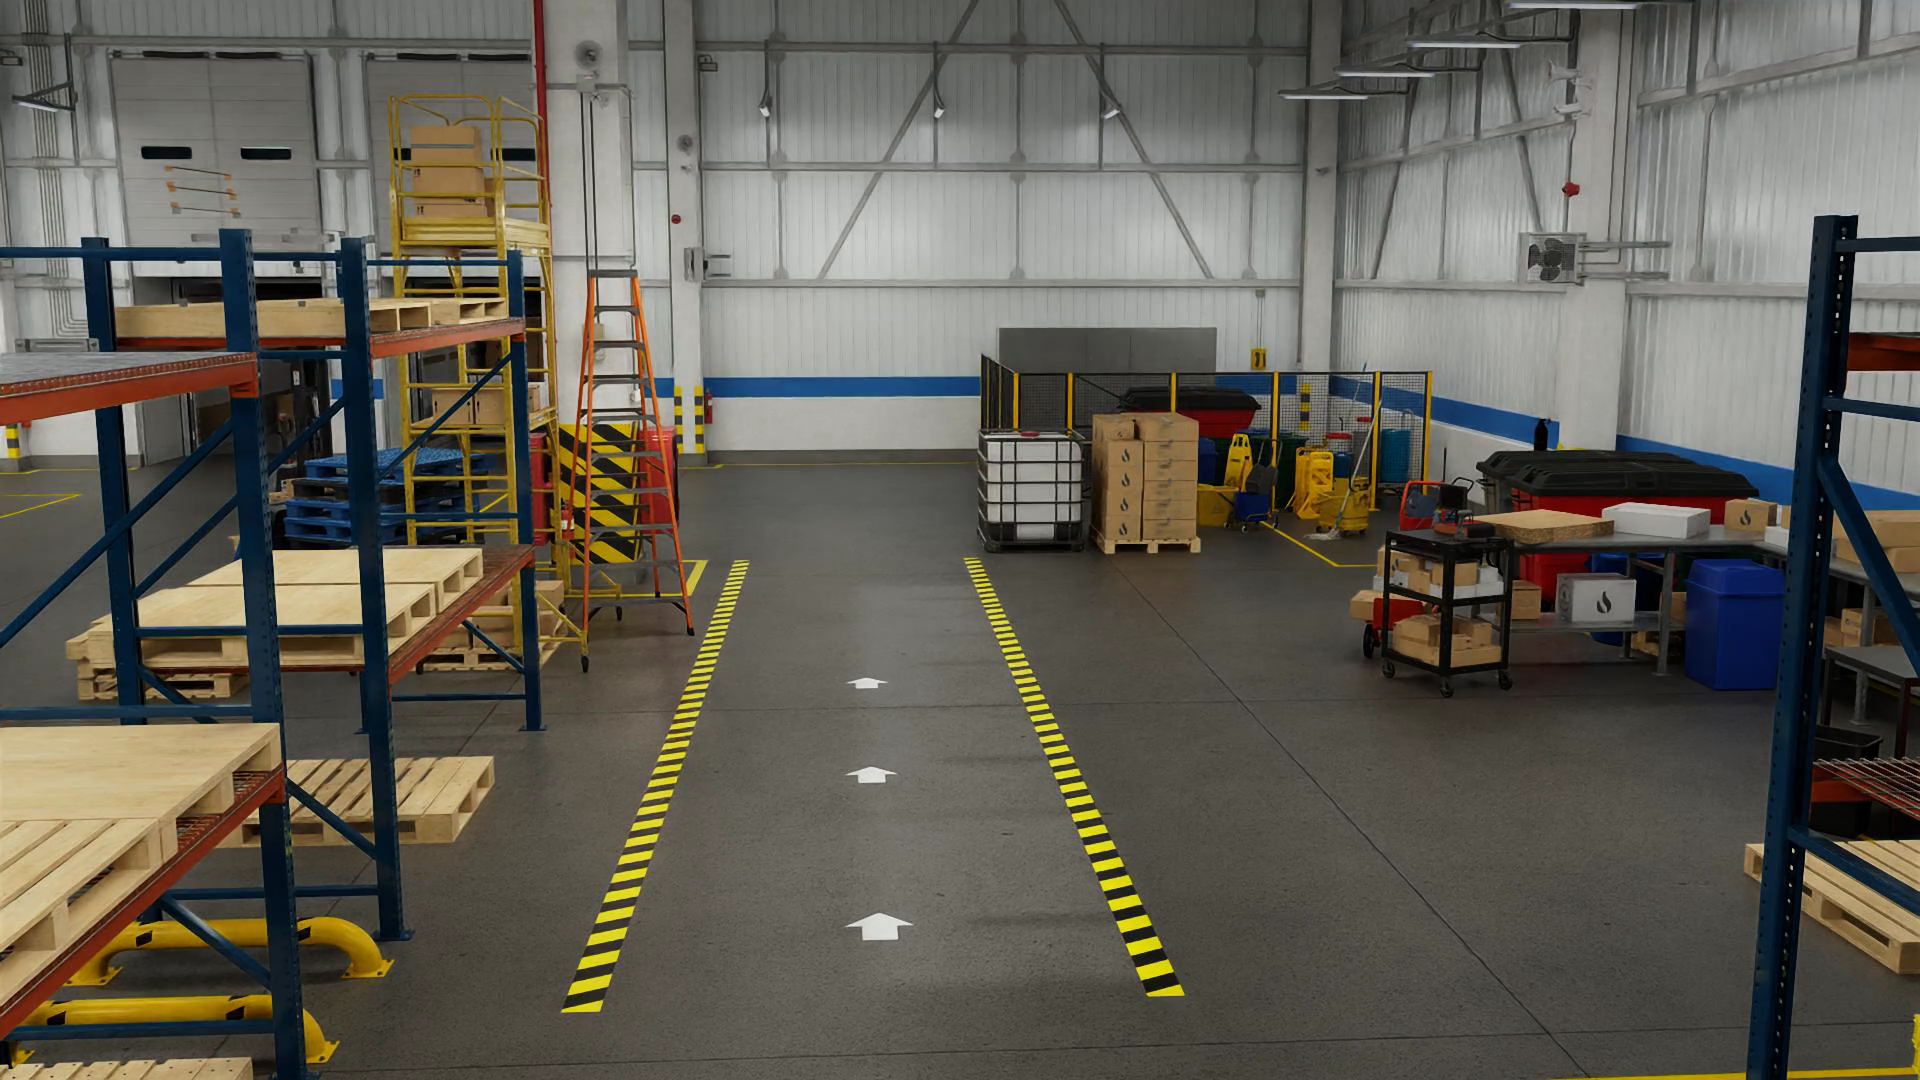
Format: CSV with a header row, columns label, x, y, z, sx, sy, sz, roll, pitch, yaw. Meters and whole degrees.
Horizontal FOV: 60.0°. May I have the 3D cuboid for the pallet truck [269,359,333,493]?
label,x,y,z,sx,sy,sz,roll,pitch,yaw
pallet truck,-7.062,-1.131,18.996,1.885,1.965,0.823,2,9,13
